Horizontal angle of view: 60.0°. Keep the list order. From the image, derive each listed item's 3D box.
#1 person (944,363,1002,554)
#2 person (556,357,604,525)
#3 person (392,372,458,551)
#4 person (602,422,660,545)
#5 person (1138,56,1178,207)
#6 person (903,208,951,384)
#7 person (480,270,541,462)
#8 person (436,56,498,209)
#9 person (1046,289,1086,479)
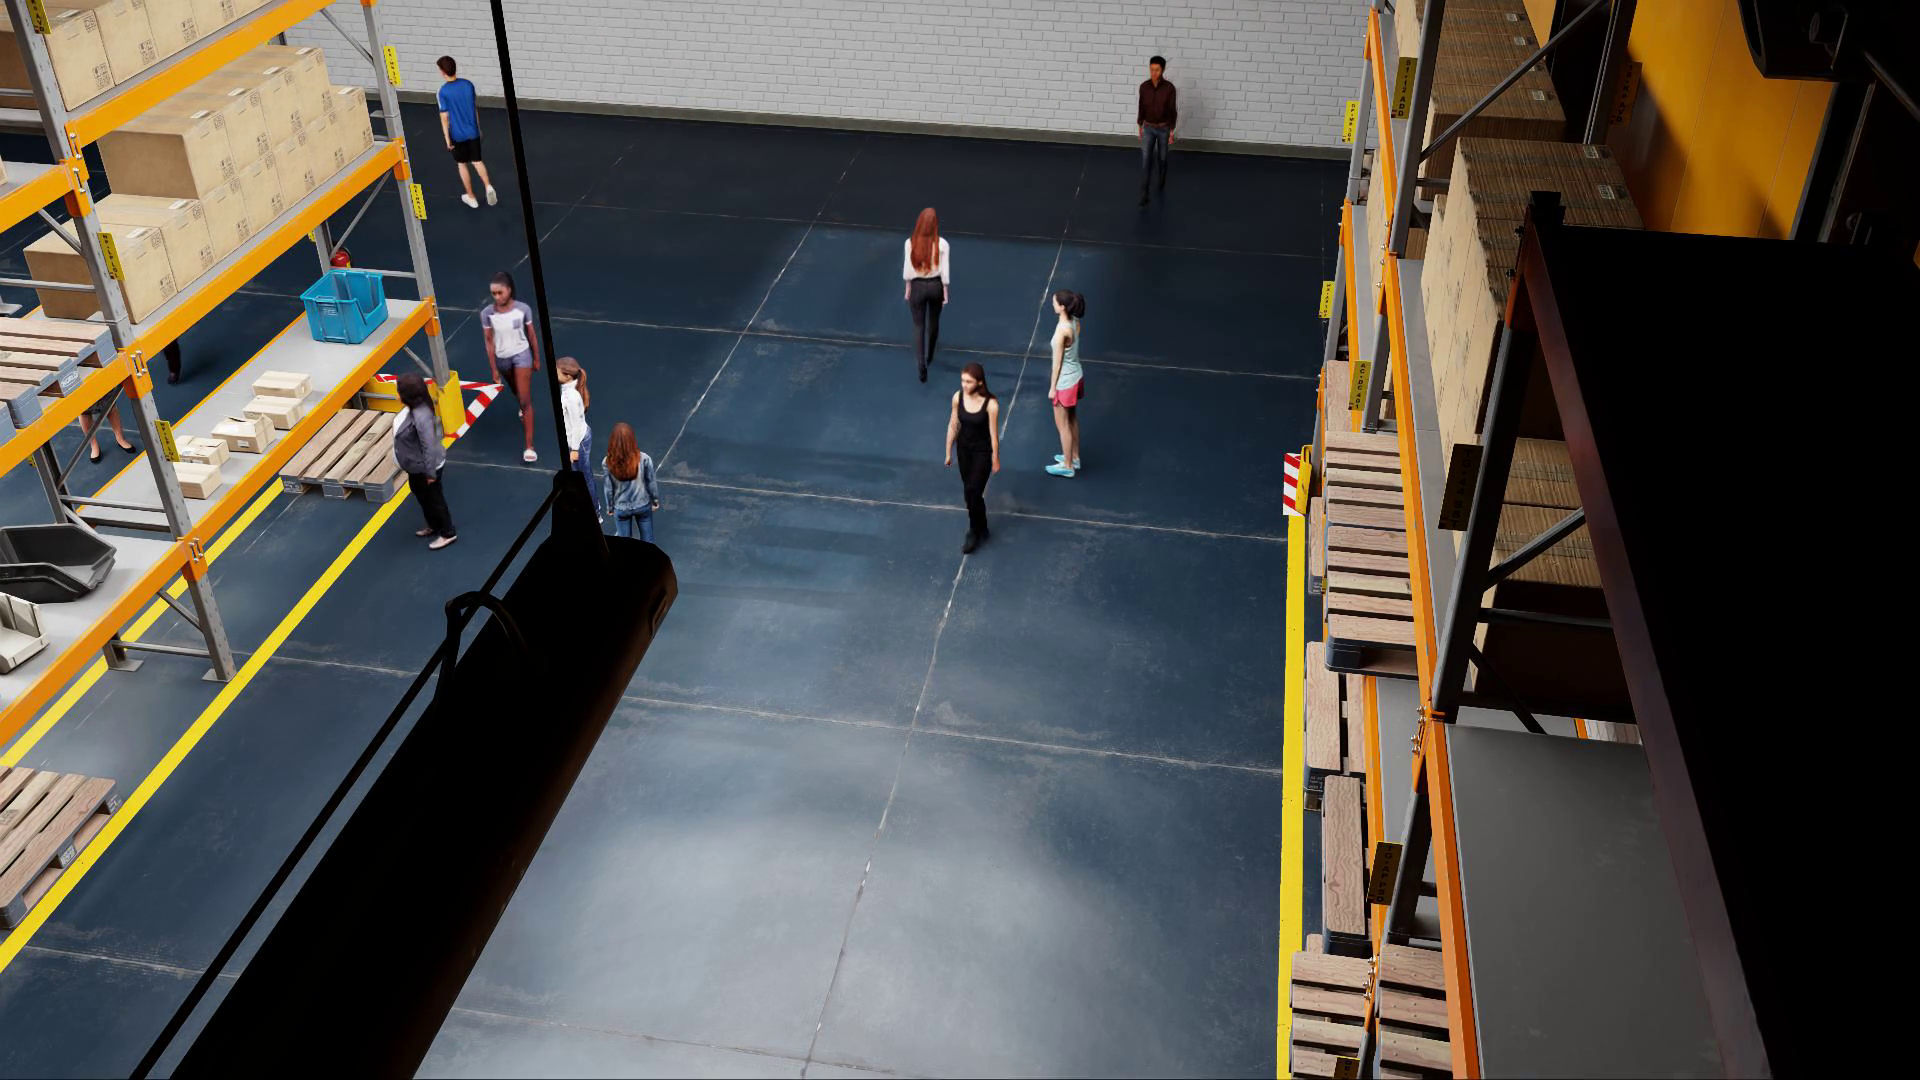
[{"bbox_3d":[0.175,-0.735,13.772,0.741,1.674,0.806,21,39,29],"label":"person"},{"bbox_3d":[-3.219,-0.850,14.049,0.665,1.559,0.570,-7,34,-11],"label":"person"},{"bbox_3d":[-4.387,-0.686,13.772,0.886,1.592,0.793,-16,37,-23],"label":"person"},{"bbox_3d":[-2.618,-0.282,13.269,0.634,1.477,0.619,-7,34,-10],"label":"person"},{"bbox_3d":[2.406,-4.969,20.082,0.743,1.742,1.156,9,35,14],"label":"person"},{"bbox_3d":[-0.332,-2.343,16.137,0.720,1.734,1.094,1,34,1],"label":"person"},{"bbox_3d":[-4.074,-1.656,15.162,0.906,1.669,1.344,-6,34,-9],"label":"person"},{"bbox_3d":[-5.847,-4.800,19.731,1.020,1.847,1.043,-27,42,-34],"label":"person"},{"bbox_3d":[0.936,-1.385,14.670,0.669,1.763,0.544,14,36,20],"label":"person"}]
